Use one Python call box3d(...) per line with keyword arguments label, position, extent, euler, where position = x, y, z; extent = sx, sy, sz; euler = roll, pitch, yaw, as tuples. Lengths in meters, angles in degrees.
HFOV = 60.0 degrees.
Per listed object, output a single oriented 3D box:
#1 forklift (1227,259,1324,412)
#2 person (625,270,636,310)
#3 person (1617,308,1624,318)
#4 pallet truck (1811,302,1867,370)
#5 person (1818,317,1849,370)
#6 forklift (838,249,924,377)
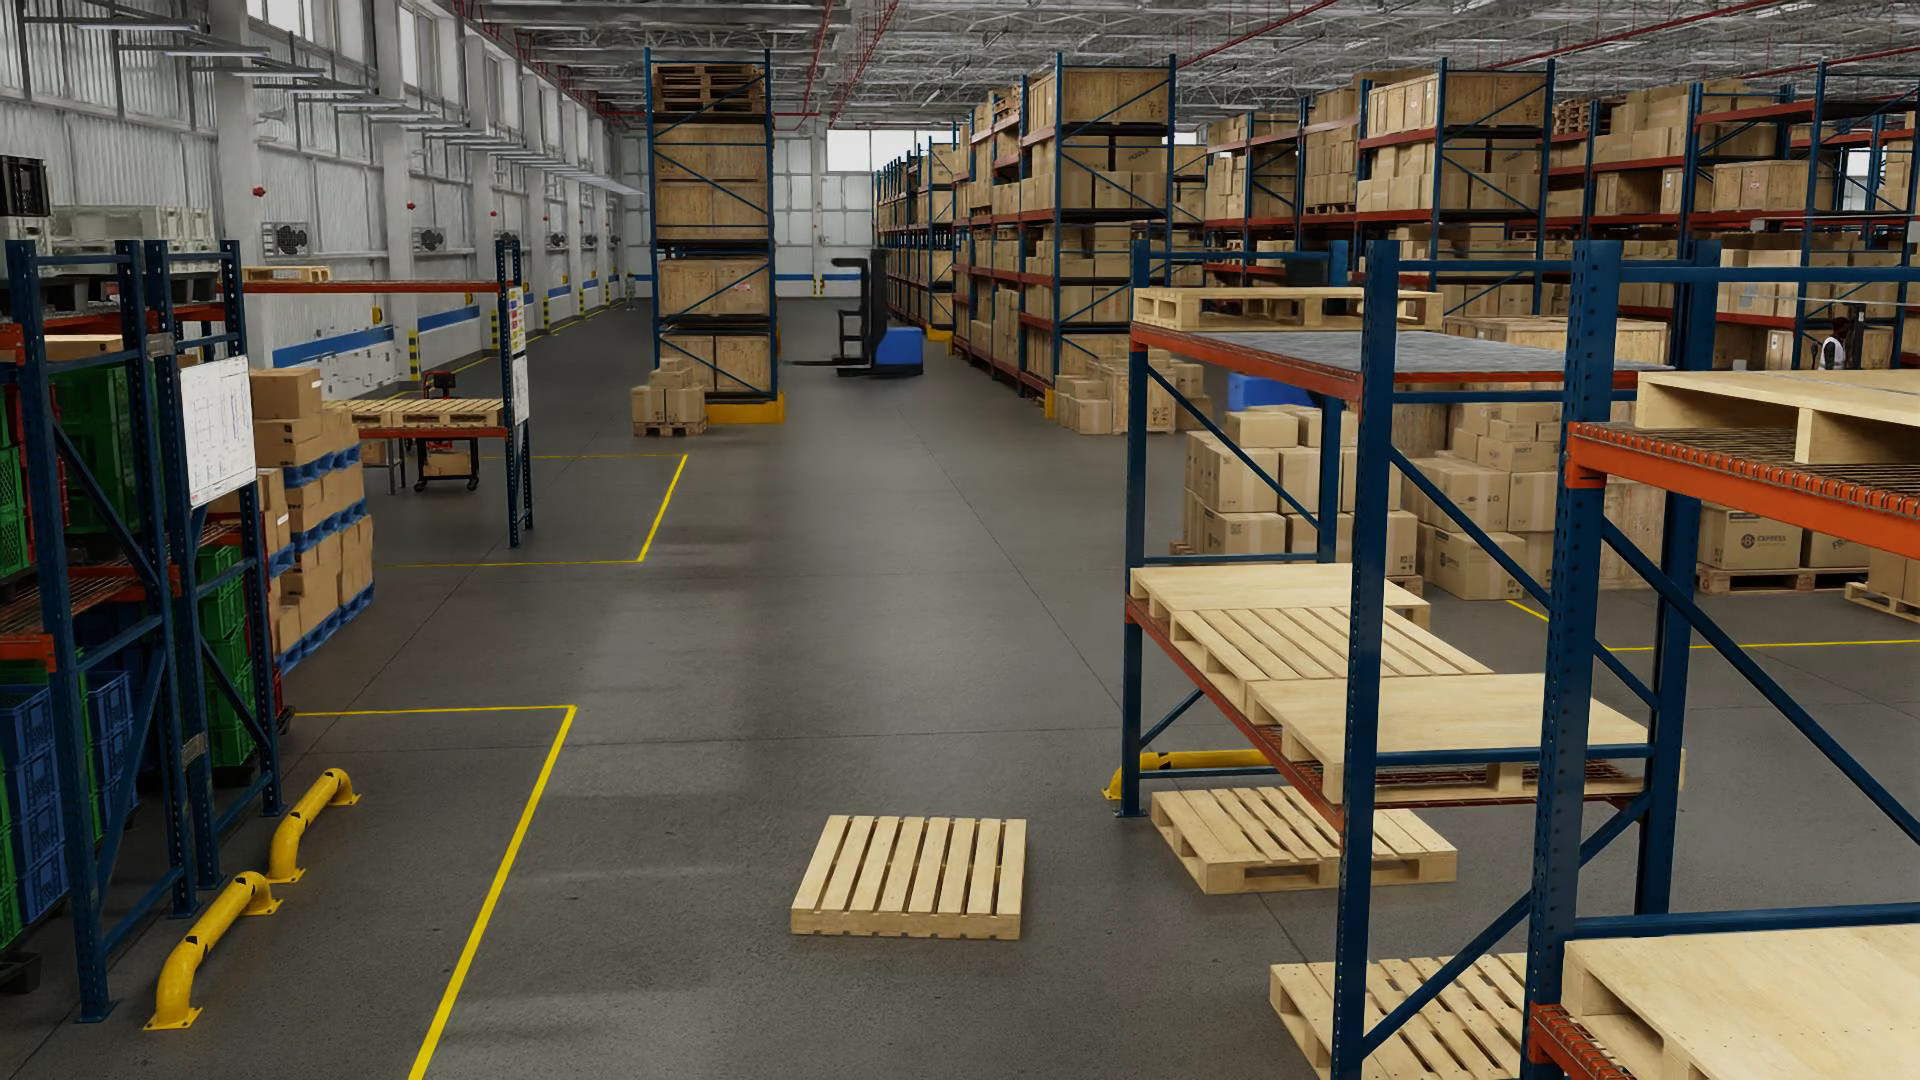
box3d(label="forklift", position=(4.919, -2.743, 24.132), extent=(1.873, 2.768, 1.129), euler=(-1, 10, -6))
box3d(label="person", position=(-14.239, -10.792, 71.908), extent=(0.484, 1.735, 0.311), euler=(-8, 13, -37))
box3d(label="person", position=(11.588, -3.188, 29.481), extent=(0.635, 1.840, 0.429), euler=(10, 14, 43))
box3d(label="pallet truck", position=(15.846, -3.142, 28.793), extent=(1.885, 1.965, 0.823), euler=(2, 10, 12))
box3d(label="person", position=(12.914, -2.352, 24.667), extent=(0.389, 1.910, 0.591), euler=(8, 13, 37))
box3d(label="forklift", position=(-1.774, -5.037, 36.843), extent=(1.873, 2.768, 1.129), euler=(-1, 10, -5))
